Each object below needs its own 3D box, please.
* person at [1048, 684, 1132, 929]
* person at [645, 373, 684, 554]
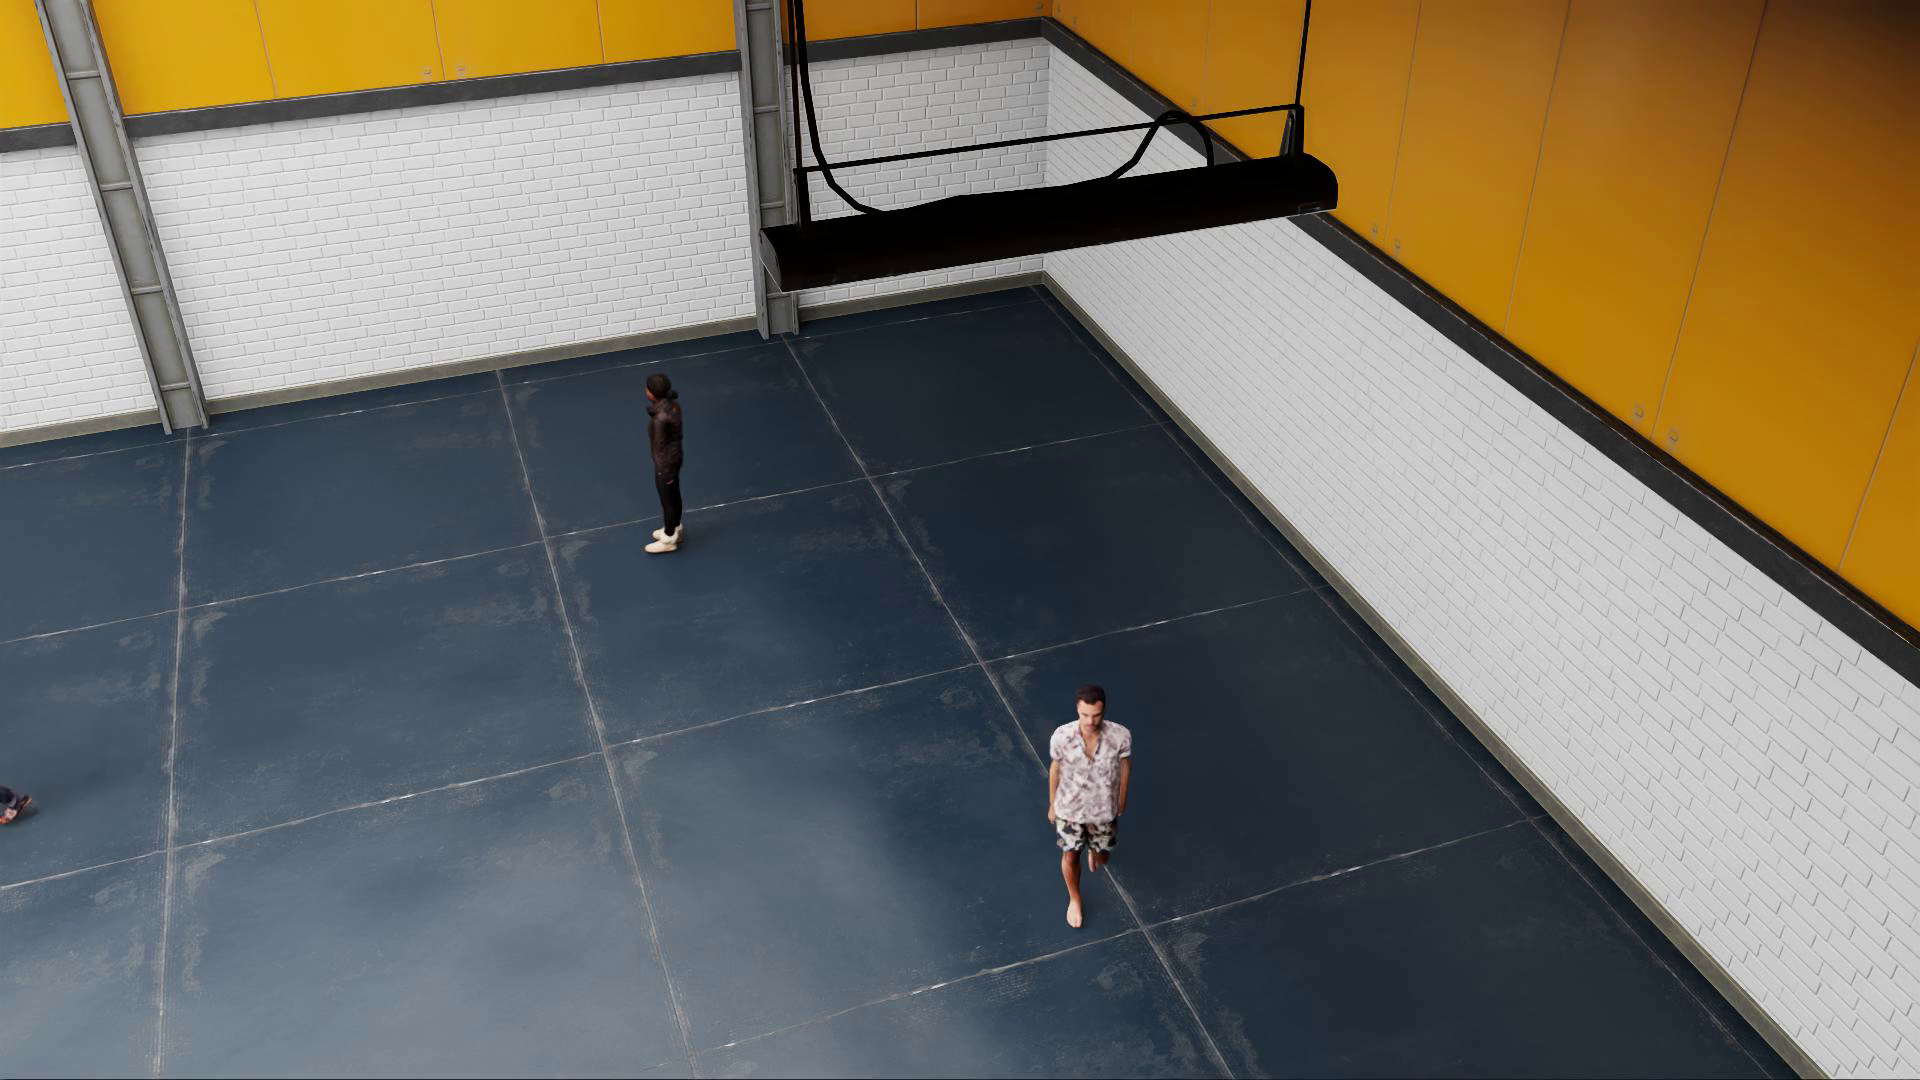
[{"bbox_3d":[0.804,1.616,10.617,0.925,1.799,0.919,2,34,3],"label":"person"},{"bbox_3d":[-2.471,-0.657,14.158,0.738,1.663,0.675,-2,34,-3],"label":"person"}]
